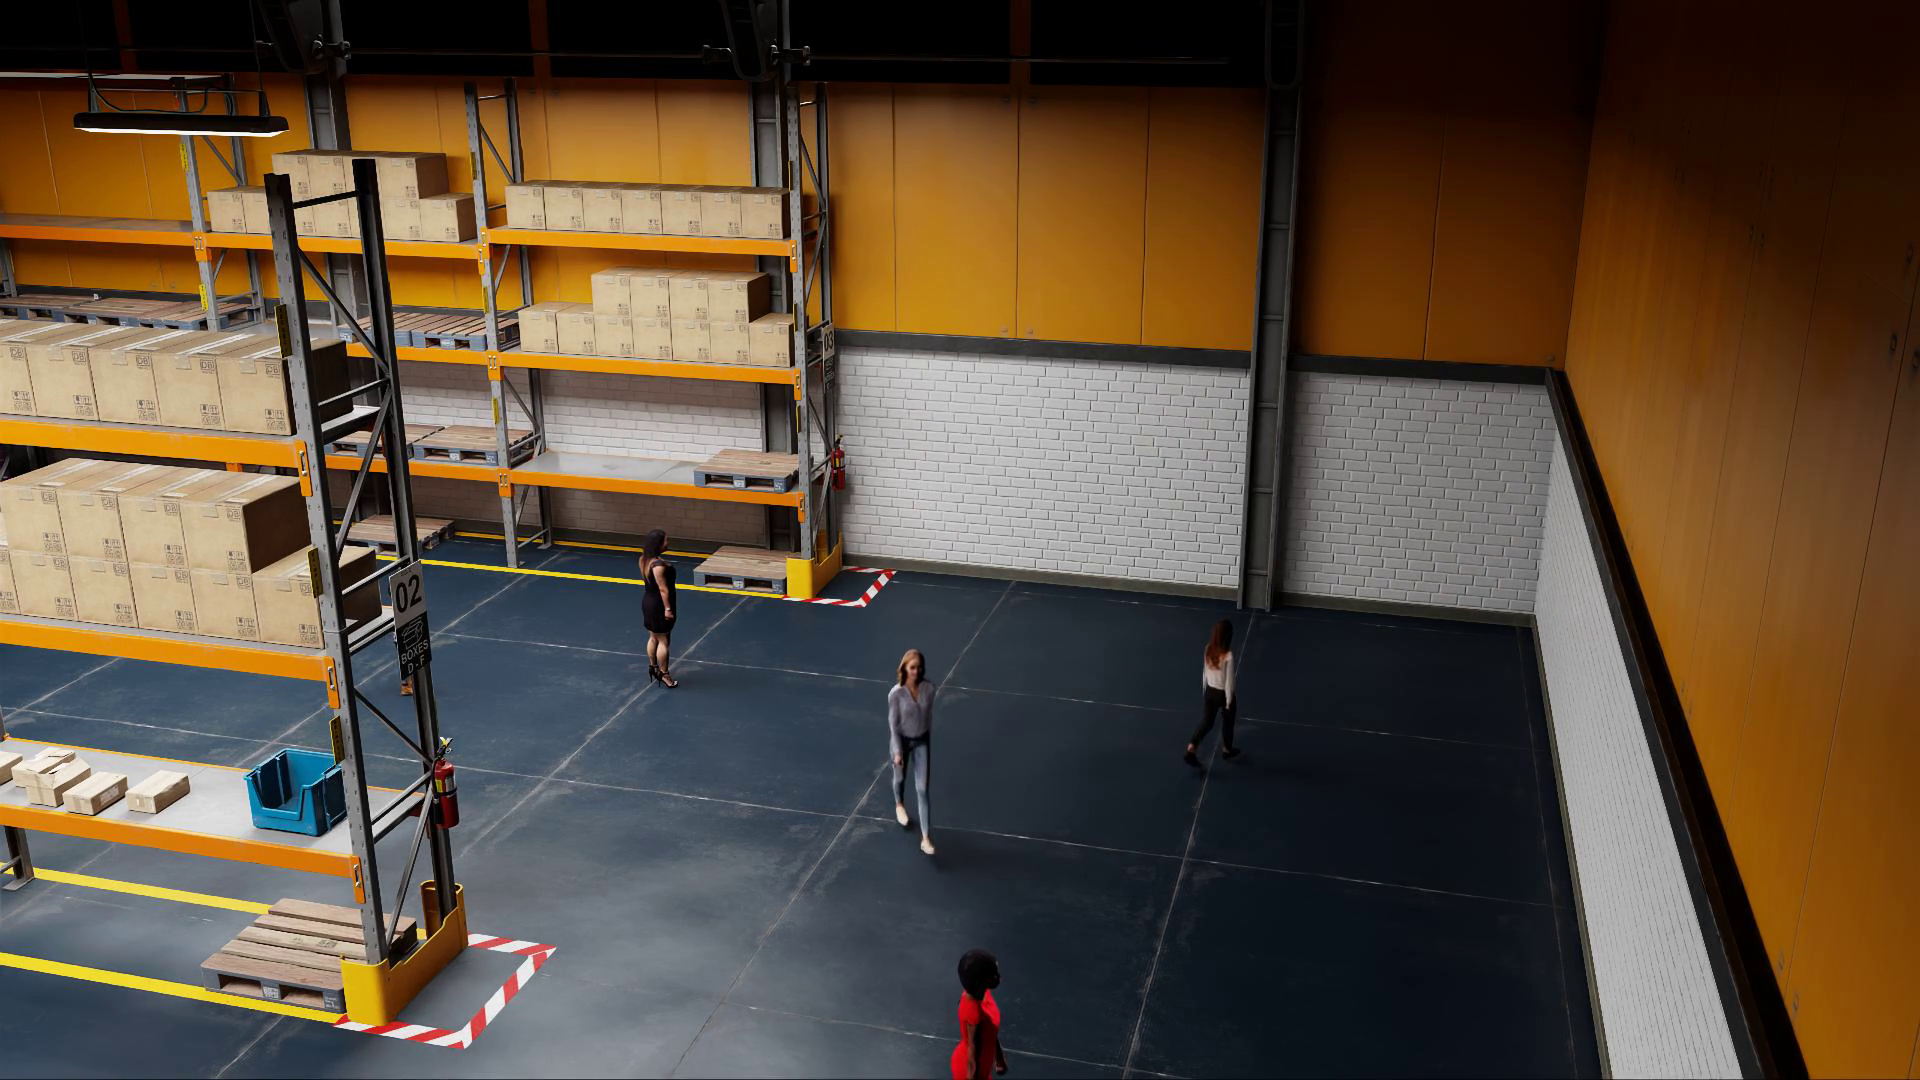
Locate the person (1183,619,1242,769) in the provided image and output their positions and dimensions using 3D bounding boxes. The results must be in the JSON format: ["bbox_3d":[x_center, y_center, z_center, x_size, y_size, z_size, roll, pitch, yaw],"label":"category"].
[{"bbox_3d":[2.384,1.468,15.646,0.960,1.461,0.975,-15,24,-37],"label":"person"}]

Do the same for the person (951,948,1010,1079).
[{"bbox_3d":[0.003,3.238,9.984,0.947,1.720,0.747,0,19,0],"label":"person"}]

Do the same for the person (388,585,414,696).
[{"bbox_3d":[-5.794,0.999,17.372,0.586,1.248,0.560,-5,19,-13],"label":"person"}]

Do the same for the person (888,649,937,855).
[{"bbox_3d":[-0.462,1.762,14.334,1.194,1.742,1.108,-6,20,-18],"label":"person"}]

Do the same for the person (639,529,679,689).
[{"bbox_3d":[-3.173,0.713,17.487,0.819,1.718,0.745,-12,22,-32],"label":"person"}]
